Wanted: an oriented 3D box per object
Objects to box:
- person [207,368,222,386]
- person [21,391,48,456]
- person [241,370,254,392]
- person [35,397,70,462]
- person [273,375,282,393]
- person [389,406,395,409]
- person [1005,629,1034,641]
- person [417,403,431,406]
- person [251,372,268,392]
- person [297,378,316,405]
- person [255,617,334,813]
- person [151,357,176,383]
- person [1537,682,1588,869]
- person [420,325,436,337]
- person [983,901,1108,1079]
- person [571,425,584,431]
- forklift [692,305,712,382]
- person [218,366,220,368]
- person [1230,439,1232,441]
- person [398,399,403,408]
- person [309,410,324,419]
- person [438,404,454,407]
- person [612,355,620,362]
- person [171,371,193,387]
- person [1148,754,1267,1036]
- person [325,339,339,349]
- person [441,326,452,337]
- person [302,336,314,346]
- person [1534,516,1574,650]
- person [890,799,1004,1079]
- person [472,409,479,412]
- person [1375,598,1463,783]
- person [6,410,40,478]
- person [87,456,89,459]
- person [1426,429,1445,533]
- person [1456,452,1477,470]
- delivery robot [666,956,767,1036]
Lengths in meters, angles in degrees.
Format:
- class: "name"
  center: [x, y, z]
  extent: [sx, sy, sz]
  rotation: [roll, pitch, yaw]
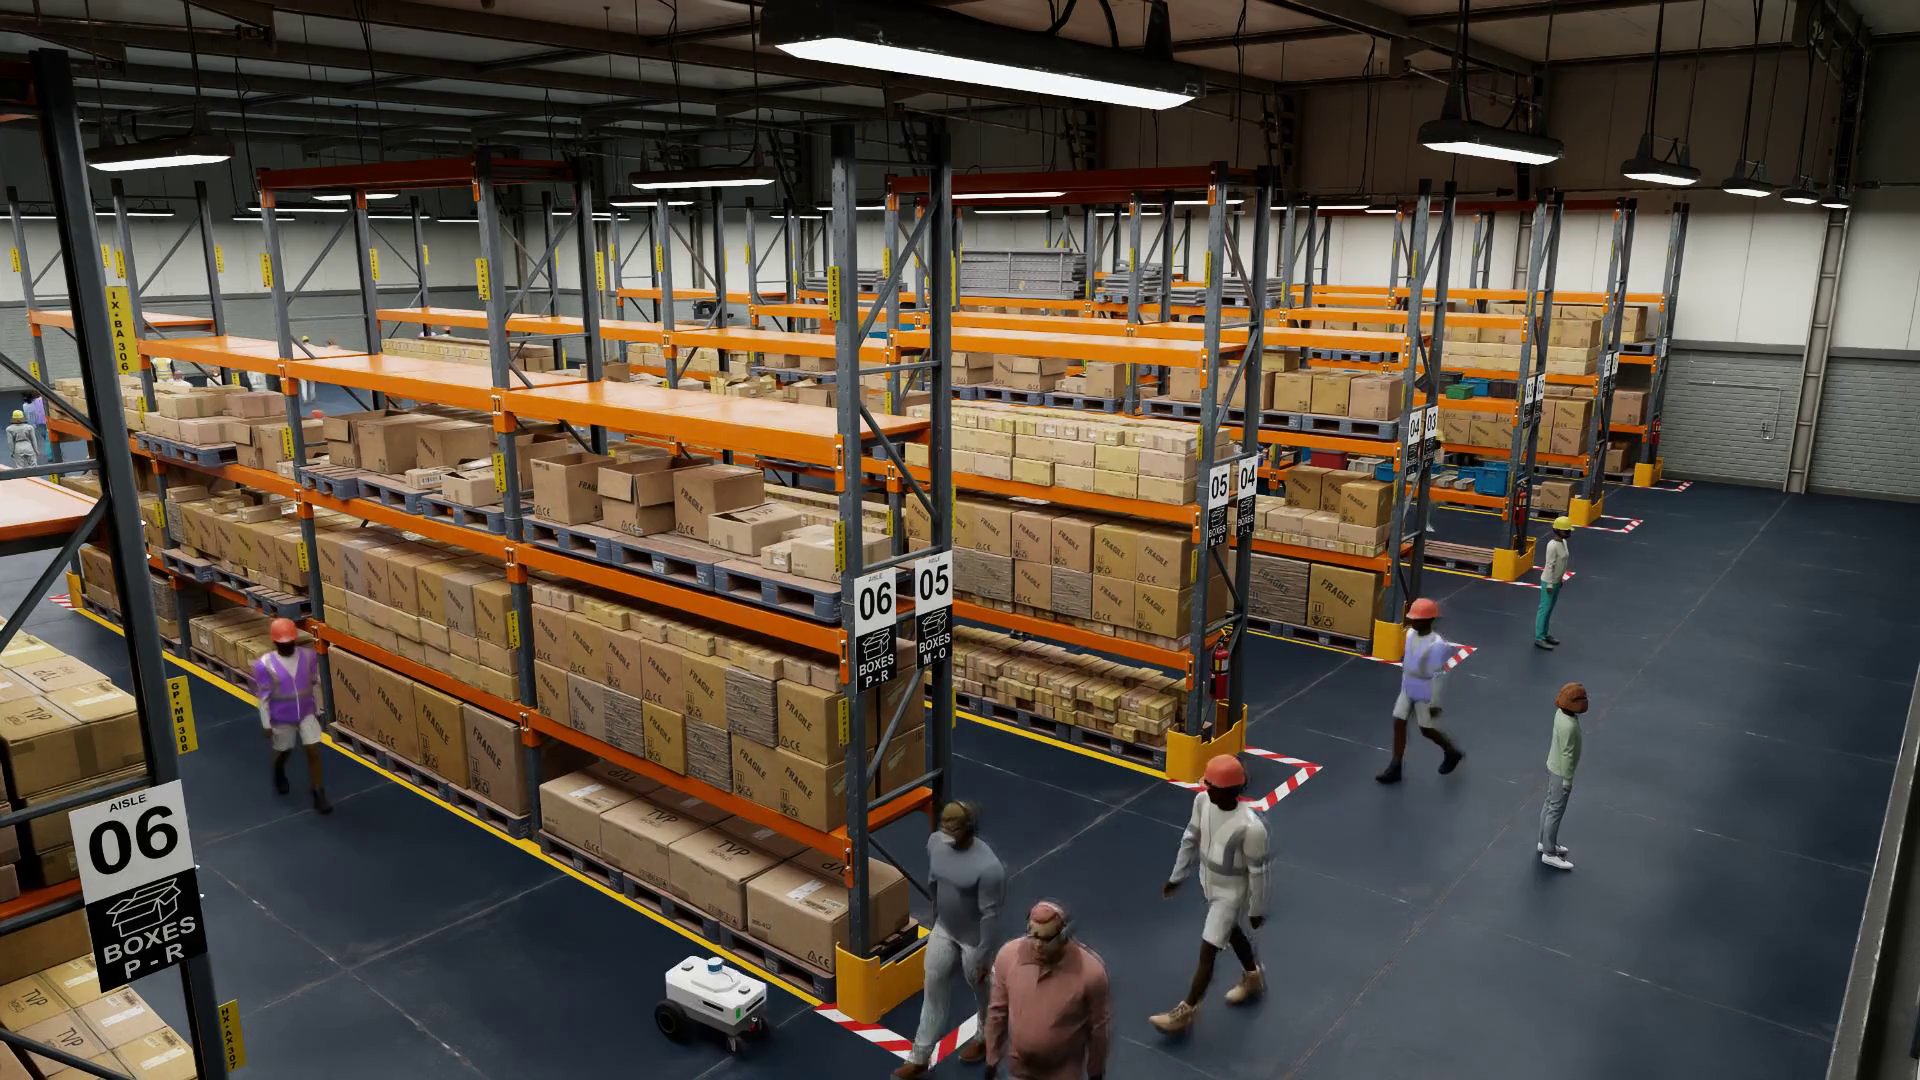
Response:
- class: "person"
  center: [-21.501, -4.196, 36.523]
  extent: [0.507, 1.614, 0.324]
  rotation: [-10, 17, -35]
- class: "person"
  center: [-22.659, -2.820, 30.776]
  extent: [0.530, 1.633, 0.882]
  rotation: [2, 14, 8]
- class: "person"
  center: [-20.645, -4.431, 36.692]
  extent: [0.535, 2.000, 0.701]
  rotation: [-10, 17, -35]
- class: "person"
  center: [-21.962, -2.830, 30.473]
  extent: [0.589, 1.822, 0.599]
  rotation: [1, 14, 5]
- class: "person"
  center: [-19.366, -4.223, 35.969]
  extent: [0.624, 1.952, 0.974]
  rotation: [2, 14, 8]
- class: "person"
  center: [-14.399, -3.173, 31.645]
  extent: [0.611, 1.951, 1.053]
  rotation: [6, 15, 22]
- class: "person"
  center: [0.808, 0.433, 16.924]
  extent: [0.355, 1.883, 0.574]
  rotation: [13, 19, 43]
- class: "person"
  center: [-14.257, -3.669, 33.740]
  extent: [0.648, 1.913, 0.409]
  rotation: [-10, 17, -36]
- class: "person"
  center: [-20.123, -4.276, 36.281]
  extent: [0.705, 1.902, 0.413]
  rotation: [13, 19, 42]
- class: "person"
  center: [-21.044, -5.306, 40.504]
  extent: [0.622, 1.905, 0.984]
  rotation: [-4, 14, -17]
- class: "person"
  center: [-6.364, 1.623, 11.979]
  extent: [0.840, 1.910, 0.560]
  rotation: [12, 18, 41]
- class: "person"
  center: [-25.166, -5.120, 39.856]
  extent: [0.627, 1.844, 0.429]
  rotation: [-6, 15, -24]
- class: "person"
  center: [5.243, 2.015, 10.930]
  extent: [0.277, 1.636, 0.504]
  rotation: [5, 14, 18]
- class: "person"
  center: [-20.793, -7.498, 49.306]
  extent: [0.627, 2.001, 0.698]
  rotation: [-7, 15, -26]
- class: "person"
  center: [0.444, 2.863, 6.907]
  extent: [0.660, 1.886, 0.507]
  rotation: [7, 15, 26]
- class: "person"
  center: [-10.716, -3.832, 35.011]
  extent: [0.514, 1.629, 0.323]
  rotation: [-9, 16, -32]
- class: "forklift"
  center: [-9.511, -7.392, 47.124]
  extent: [1.873, 2.768, 1.129]
  rotation: [11, 17, 38]
- class: "person"
  center: [-26.530, -6.391, 45.383]
  extent: [0.318, 1.697, 0.533]
  rotation: [5, 14, 18]
- class: "person"
  center: [6.678, -2.988, 31.162]
  extent: [0.556, 1.807, 0.588]
  rotation: [9, 16, 33]
- class: "person"
  center: [-15.426, -3.748, 34.251]
  extent: [0.530, 1.832, 0.949]
  rotation: [-6, 15, -22]
- class: "person"
  center: [-13.007, -1.740, 25.819]
  extent: [0.622, 1.898, 0.610]
  rotation: [11, 18, 39]
- class: "person"
  center: [-12.050, -2.692, 29.662]
  extent: [0.364, 1.939, 0.636]
  rotation: [-1, 14, -5]
- class: "person"
  center: [-10.033, -4.438, 36.884]
  extent: [0.646, 1.920, 0.577]
  rotation: [-3, 14, -12]
- class: "person"
  center: [-20.556, -3.523, 33.256]
  extent: [0.651, 1.872, 0.960]
  rotation: [-4, 14, -17]
- class: "person"
  center: [1.776, 2.396, 8.647]
  extent: [1.078, 1.988, 0.627]
  rotation: [-7, 15, -25]
- class: "person"
  center: [-23.122, -6.629, 46.560]
  extent: [0.670, 1.608, 0.545]
  rotation: [13, 19, 42]
- class: "person"
  center: [-20.032, -7.393, 49.118]
  extent: [0.543, 1.904, 0.946]
  rotation: [4, 14, 17]
- class: "person"
  center: [-23.855, -6.580, 46.025]
  extent: [0.637, 1.746, 0.553]
  rotation: [13, 19, 43]
- class: "person"
  center: [7.890, 0.554, 16.689]
  extent: [0.337, 1.759, 0.524]
  rotation: [12, 18, 40]
- class: "person"
  center: [-0.071, 2.581, 8.037]
  extent: [0.661, 1.901, 0.928]
  rotation: [12, 18, 41]
- class: "person"
  center: [-12.993, -3.576, 33.350]
  extent: [0.722, 1.905, 0.563]
  rotation: [-6, 15, -23]
- class: "person"
  center: [4.640, 1.488, 12.541]
  extent: [0.866, 1.913, 0.550]
  rotation: [-4, 14, -17]
- class: "person"
  center: [-19.918, -1.895, 26.792]
  extent: [0.493, 1.743, 0.298]
  rotation: [-10, 17, -37]
- class: "person"
  center: [-21.083, -2.878, 30.630]
  extent: [0.622, 1.845, 0.429]
  rotation: [4, 14, 17]
- class: "person"
  center: [8.679, -1.091, 23.134]
  extent: [0.605, 1.908, 0.424]
  rotation: [-8, 16, -28]
- class: "person"
  center: [10.938, -2.065, 27.008]
  extent: [0.459, 1.974, 0.638]
  rotation: [13, 19, 43]
- class: "delivery robot"
  center: [-1.668, 3.098, 8.624]
  extent: [0.707, 0.478, 0.477]
  rotation: [8, 16, 31]
